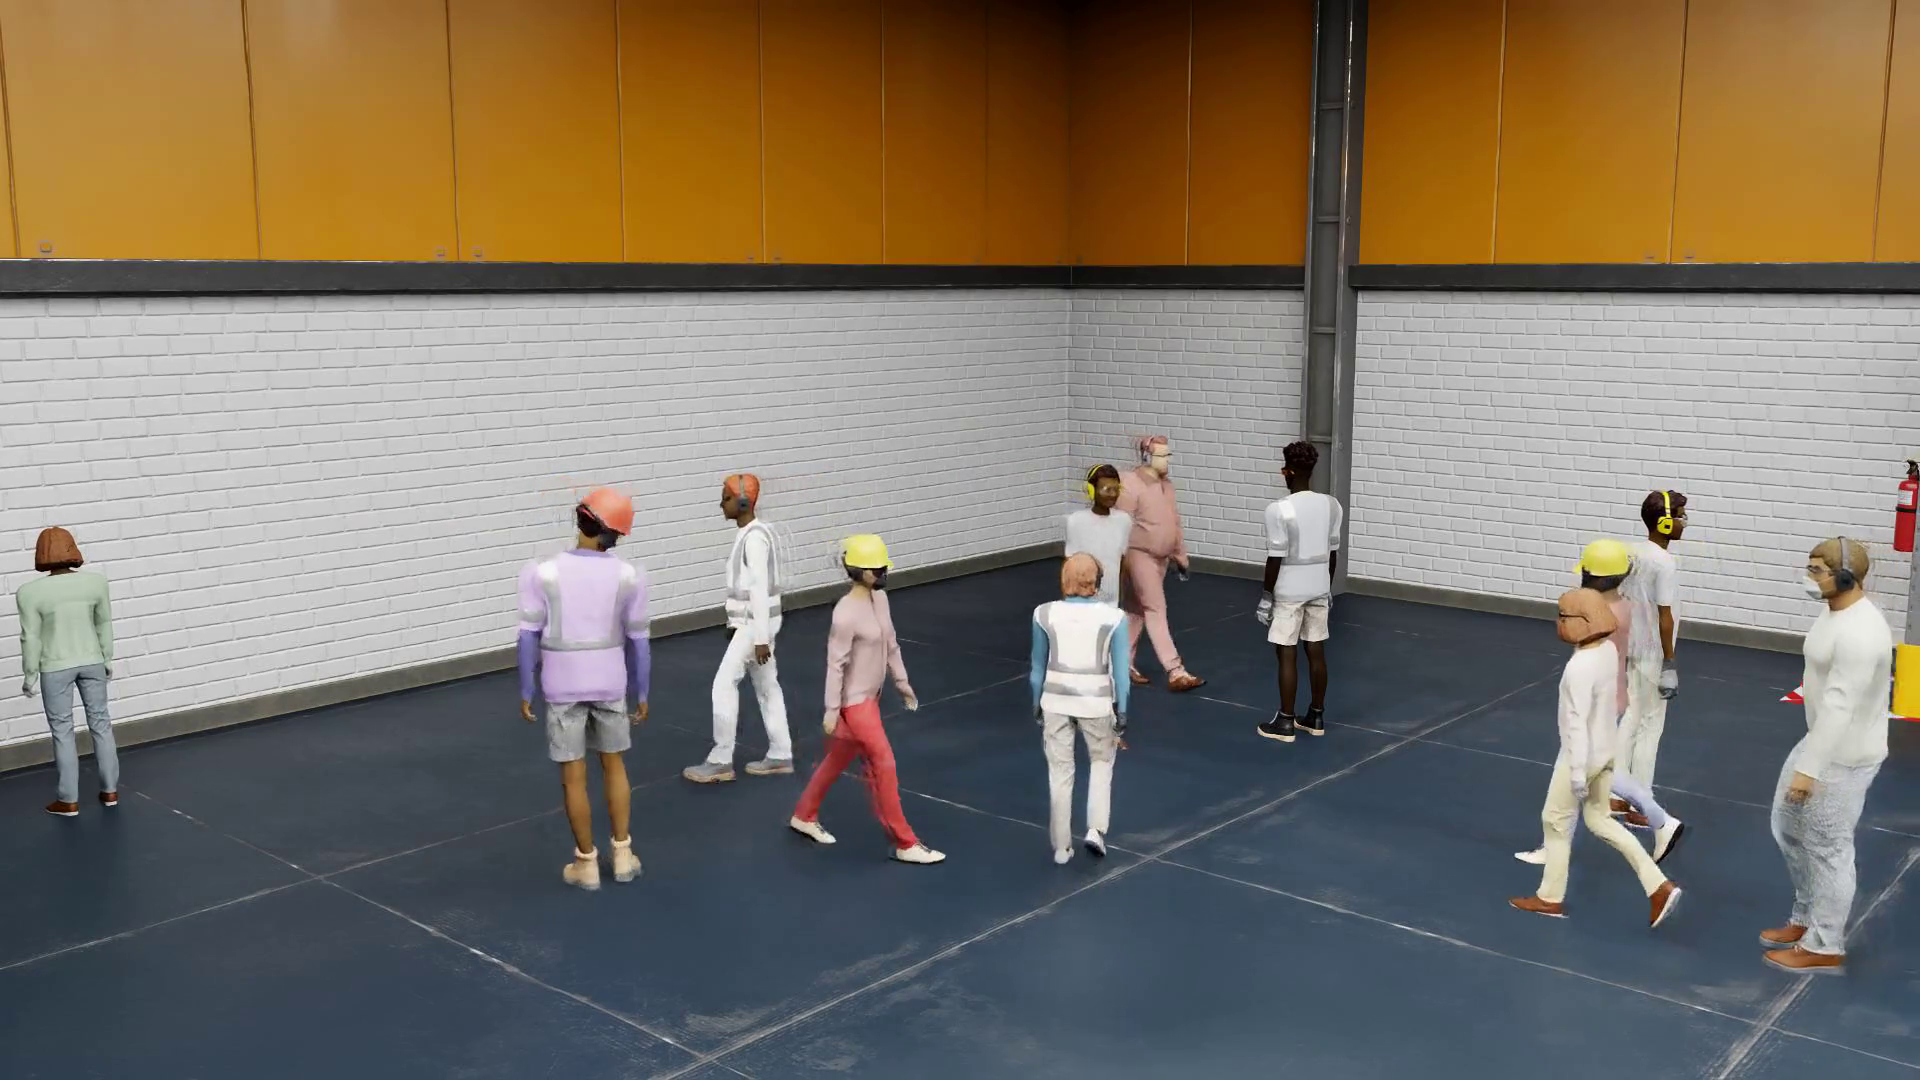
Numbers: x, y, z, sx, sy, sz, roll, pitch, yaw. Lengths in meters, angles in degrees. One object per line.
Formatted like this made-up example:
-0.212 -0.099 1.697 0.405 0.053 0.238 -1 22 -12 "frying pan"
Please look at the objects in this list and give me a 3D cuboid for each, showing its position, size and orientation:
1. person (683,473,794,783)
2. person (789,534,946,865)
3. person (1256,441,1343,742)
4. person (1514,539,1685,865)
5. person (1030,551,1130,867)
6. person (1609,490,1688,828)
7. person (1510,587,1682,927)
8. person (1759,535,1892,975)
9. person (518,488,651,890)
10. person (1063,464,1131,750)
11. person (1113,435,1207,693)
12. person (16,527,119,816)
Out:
-1.366 0.528 9.974 0.802 1.853 0.607 -1 9 -7 "person"
-0.527 0.808 8.653 0.920 1.720 0.527 3 9 16 "person"
2.202 0.333 10.860 0.603 1.966 0.368 -5 10 -29 "person"
3.259 0.841 8.401 0.718 1.735 0.539 5 11 31 "person"
0.611 0.873 8.550 0.524 1.624 0.384 2 9 11 "person"
3.816 0.650 9.170 0.314 1.869 0.536 0 9 -3 "person"
2.961 1.014 7.690 0.697 1.606 0.518 8 12 42 "person"
3.737 0.937 7.180 0.454 1.930 0.651 2 9 15 "person"
-1.836 0.750 8.207 0.649 1.996 0.375 -4 10 -21 "person"
0.825 0.396 10.863 0.529 1.849 0.799 -4 10 -22 "person"
1.486 0.178 12.119 0.933 1.864 0.678 7 11 36 "person"
-5.021 0.735 9.375 0.285 1.632 0.499 8 12 40 "person"
